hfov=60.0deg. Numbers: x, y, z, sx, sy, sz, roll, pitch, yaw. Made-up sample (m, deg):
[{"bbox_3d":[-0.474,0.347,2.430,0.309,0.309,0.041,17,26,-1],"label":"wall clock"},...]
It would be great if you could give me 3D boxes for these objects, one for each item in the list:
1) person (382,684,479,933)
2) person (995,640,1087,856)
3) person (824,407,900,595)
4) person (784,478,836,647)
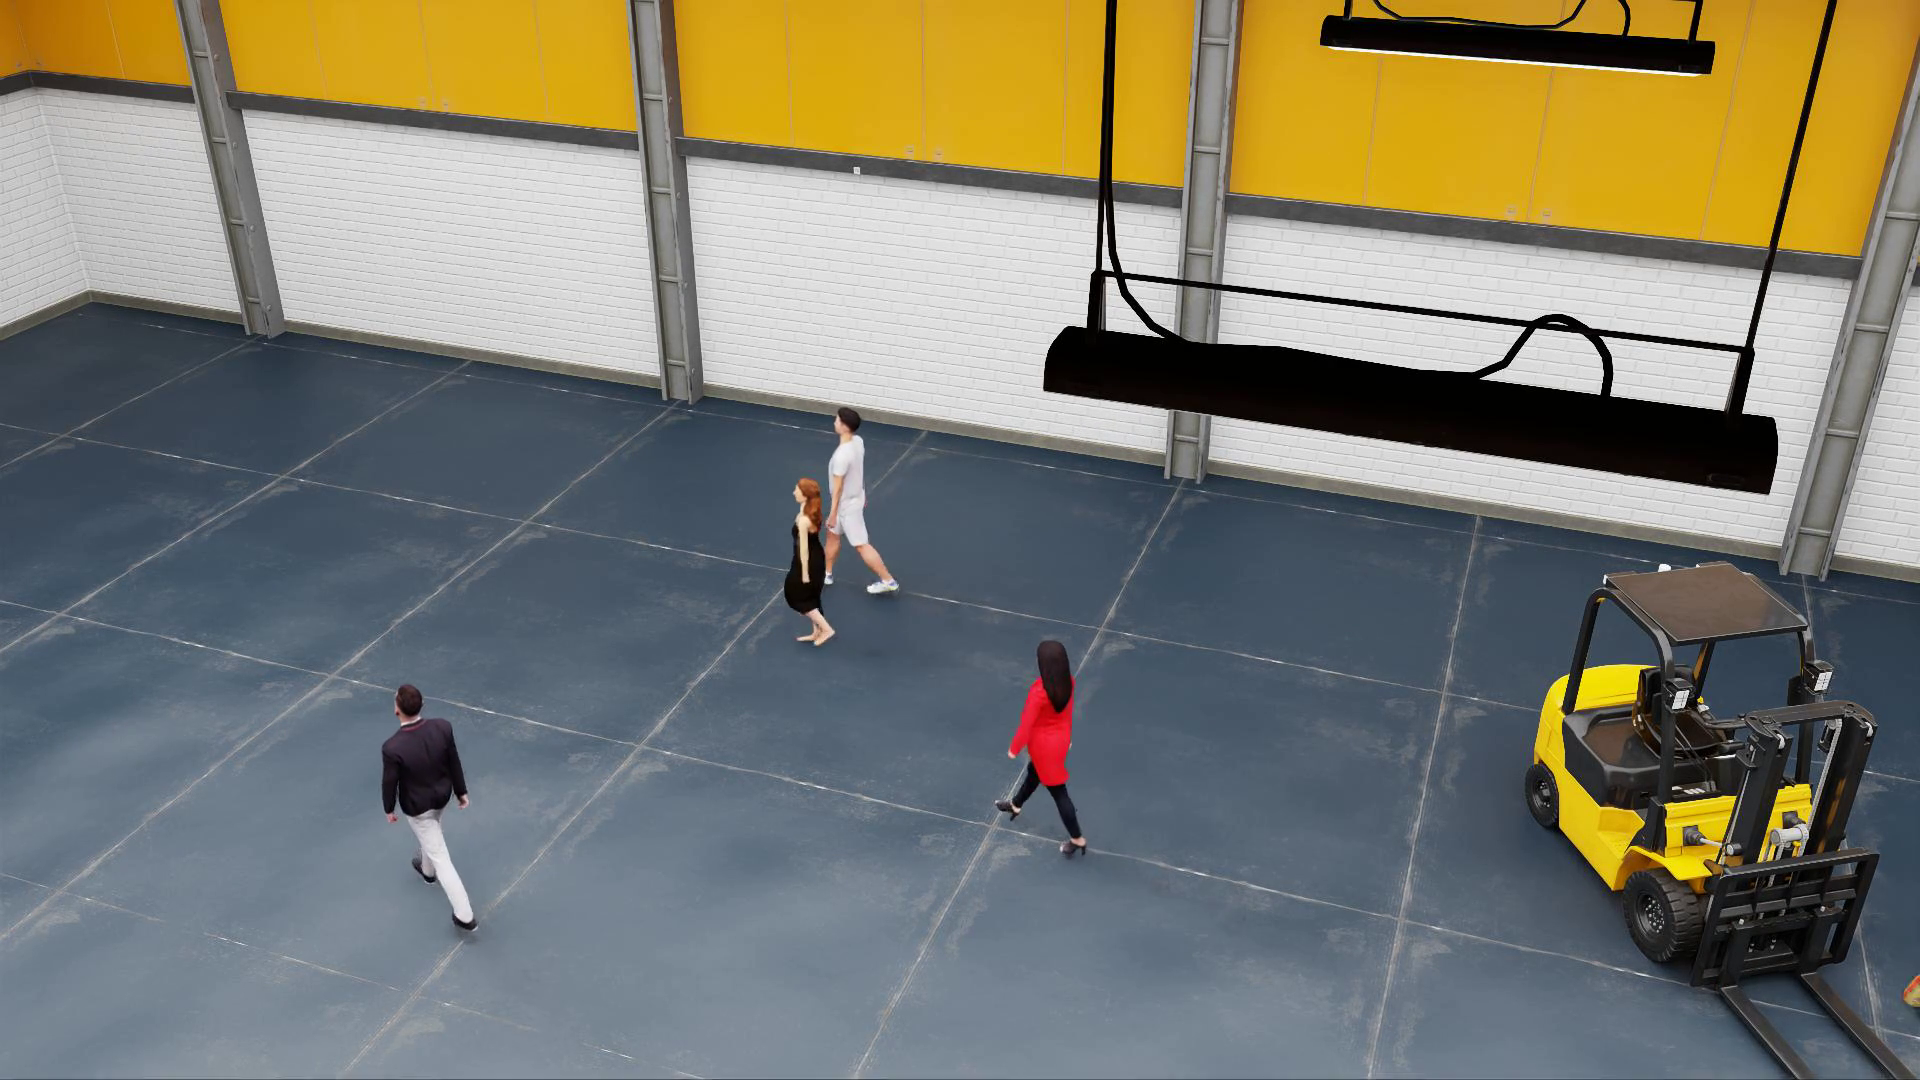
[{"bbox_3d":[-3.541,1.834,11.174,1.048,1.792,1.320,-24,36,-36],"label":"person"},{"bbox_3d":[0.700,1.533,11.822,1.120,1.699,0.811,18,34,30],"label":"person"},{"bbox_3d":[-0.924,-0.303,15.068,1.216,1.814,0.767,7,29,13],"label":"person"},{"bbox_3d":[-1.217,0.214,14.329,0.698,1.614,0.605,6,29,11],"label":"person"}]
